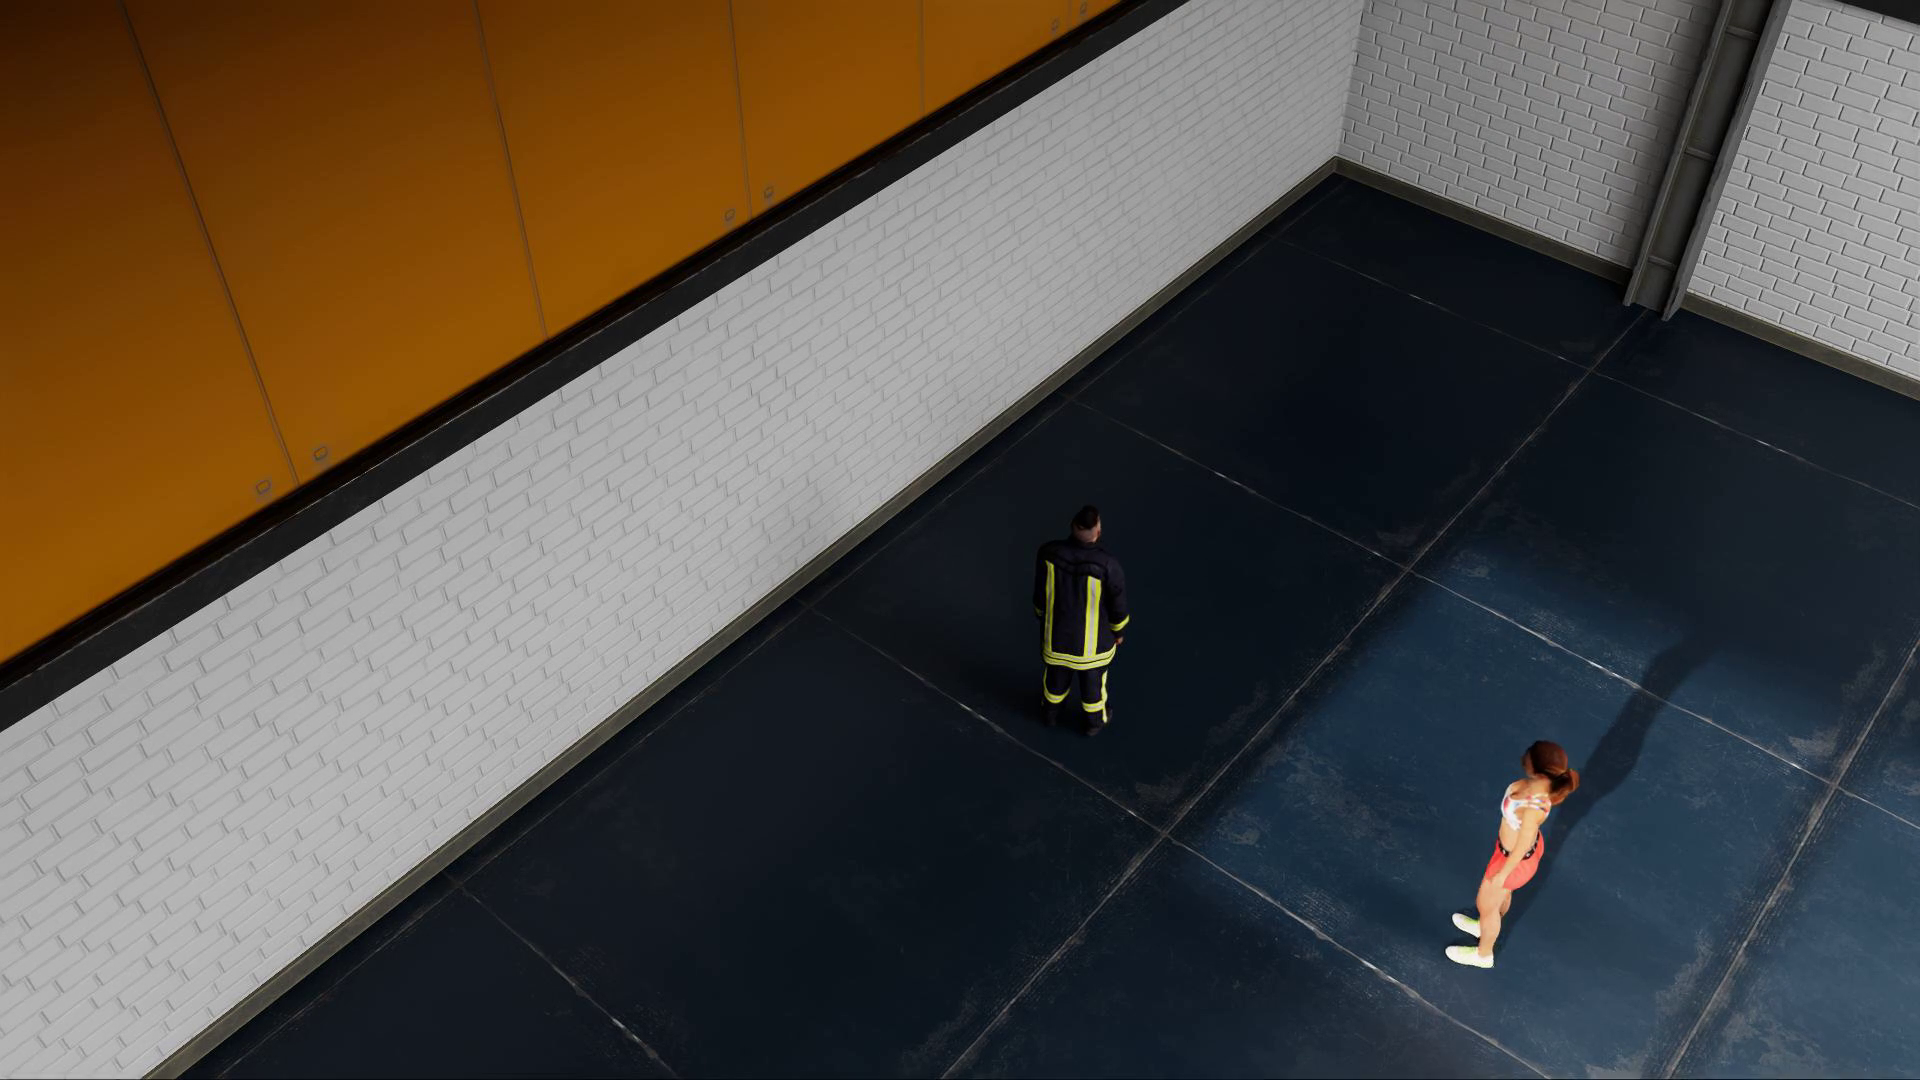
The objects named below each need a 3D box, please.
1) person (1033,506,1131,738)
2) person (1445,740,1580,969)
[{"bbox_3d":[0.724,0.482,10.158,0.754,1.865,0.905,15,46,16],"label":"person"},{"bbox_3d":[2.991,1.688,8.945,0.633,1.791,0.636,22,48,22],"label":"person"}]
